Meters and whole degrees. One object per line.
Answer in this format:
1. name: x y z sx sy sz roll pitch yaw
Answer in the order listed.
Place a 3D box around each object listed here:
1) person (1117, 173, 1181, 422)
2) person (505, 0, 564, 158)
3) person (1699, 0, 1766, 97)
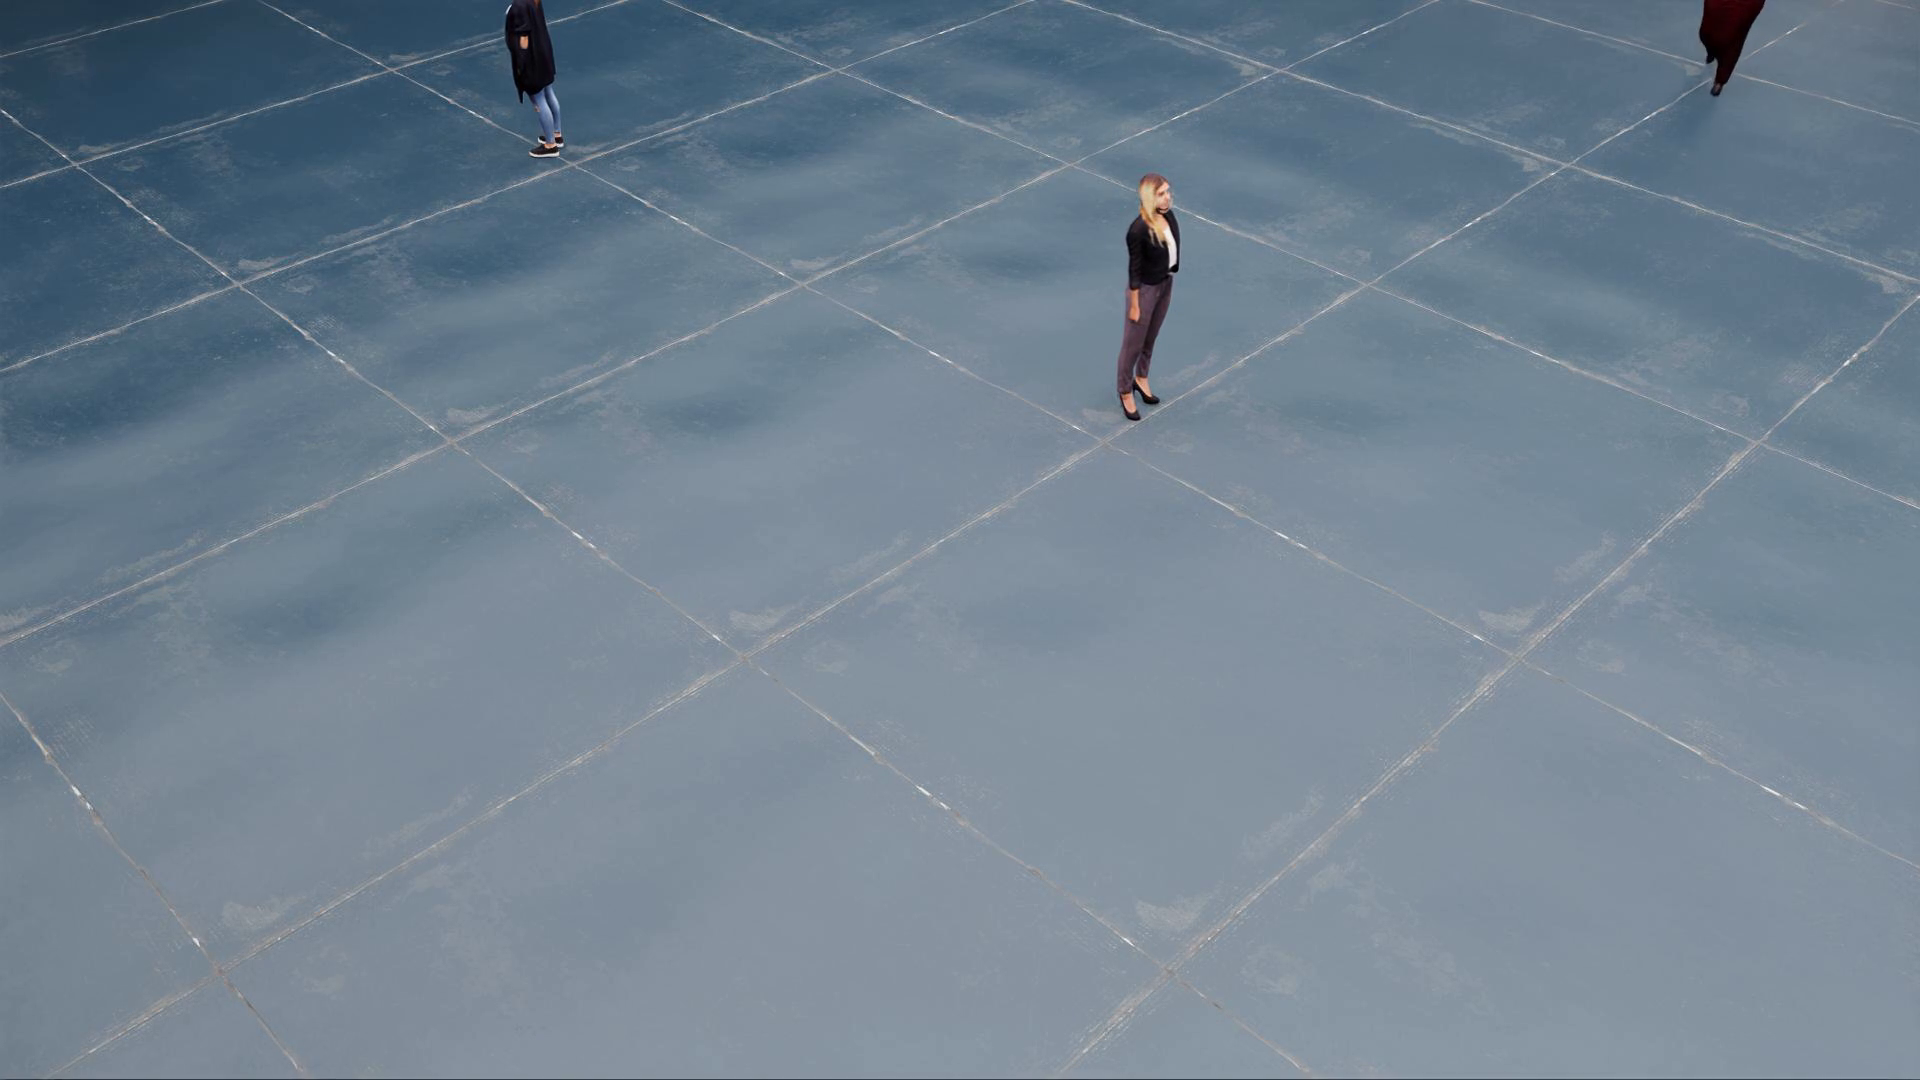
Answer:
1. person: 1.191 -1.564 10.641 0.680 1.672 0.500 25 44 29
2. person: -3.551 -4.037 13.884 0.781 1.684 0.695 4 37 6
3. person: 7.011 -4.928 15.009 0.817 1.742 0.948 17 40 21
